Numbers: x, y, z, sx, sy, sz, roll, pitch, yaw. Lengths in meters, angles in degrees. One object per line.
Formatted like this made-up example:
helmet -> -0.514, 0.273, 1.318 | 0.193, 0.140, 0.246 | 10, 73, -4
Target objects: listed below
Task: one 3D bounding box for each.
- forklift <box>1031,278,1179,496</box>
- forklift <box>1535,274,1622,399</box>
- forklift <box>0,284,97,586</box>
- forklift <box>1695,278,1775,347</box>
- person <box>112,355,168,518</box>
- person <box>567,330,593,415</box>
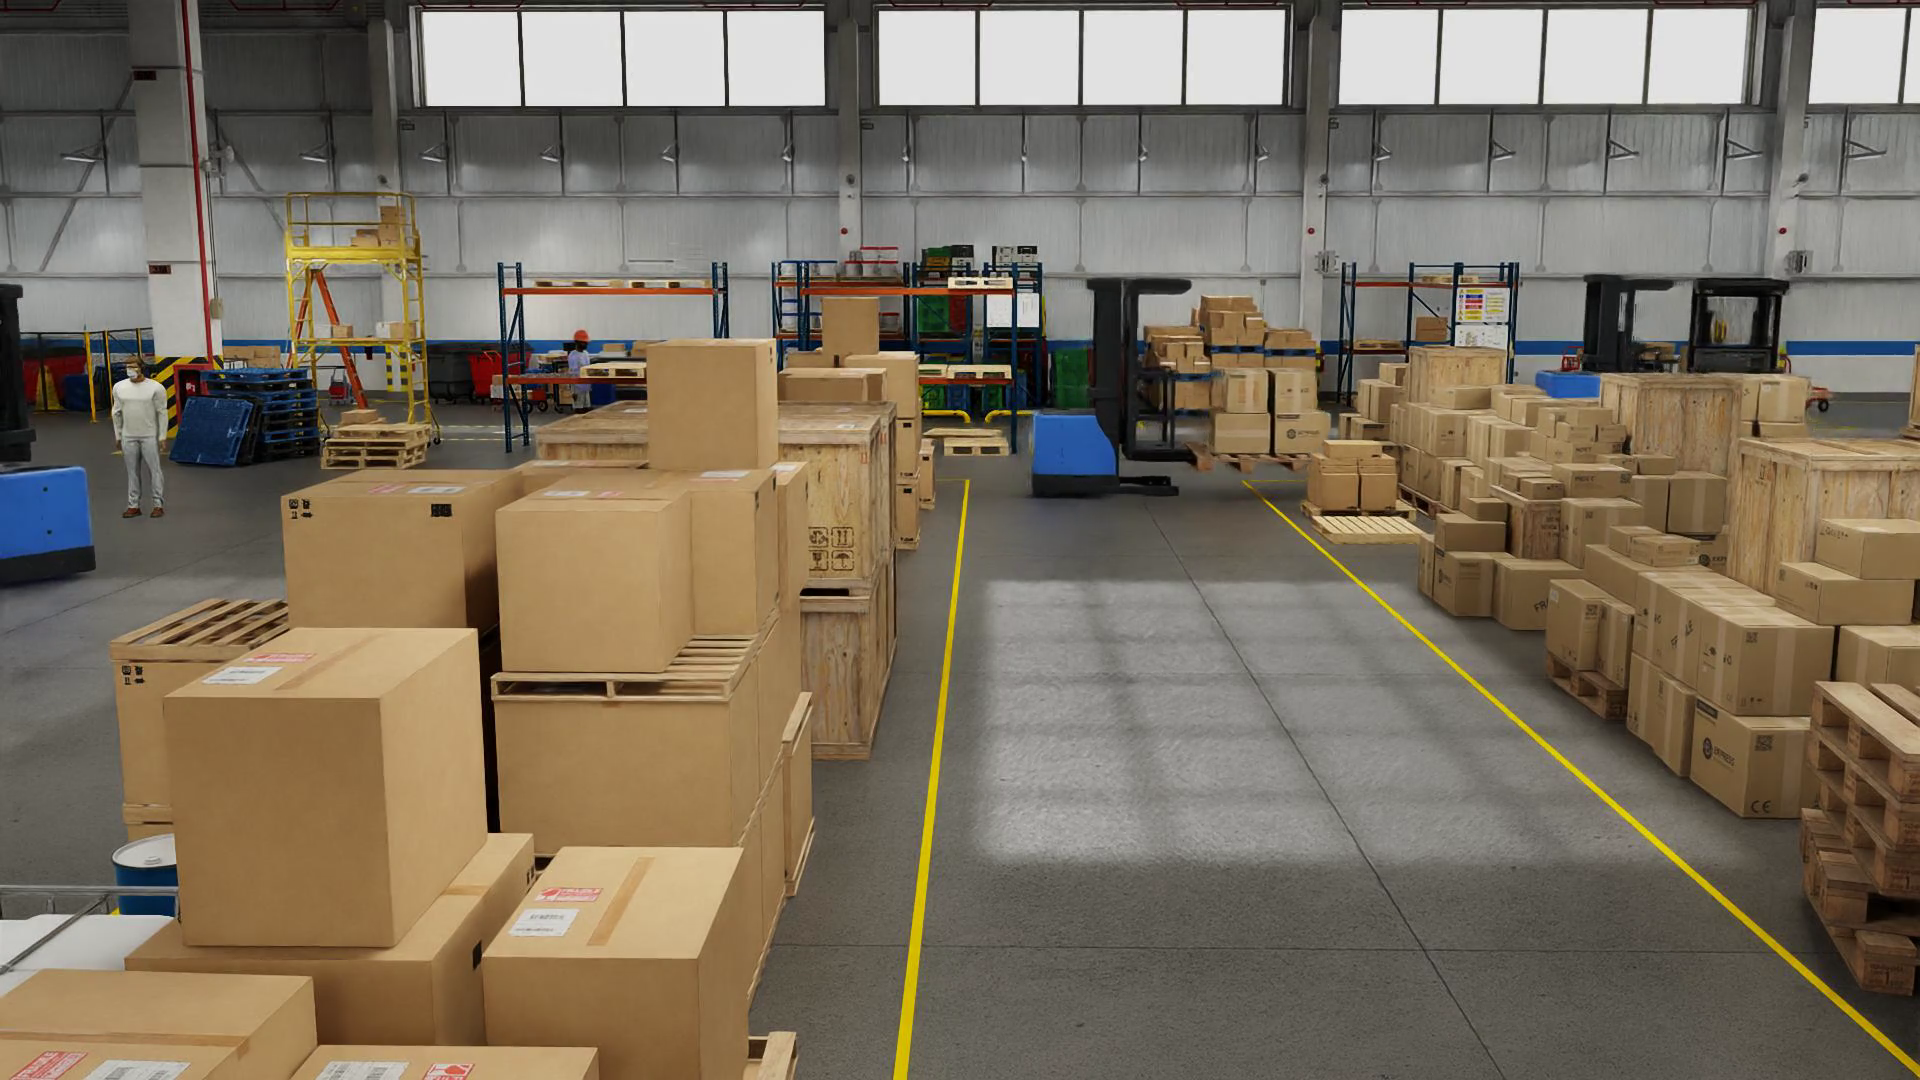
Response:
forklift -> 1.884, -2.010, 21.678 | 1.873, 2.768, 1.129 | 0, 9, 1
forklift -> 11.228, -3.280, 29.282 | 1.873, 2.768, 1.129 | 0, 9, 1
forklift -> -9.383, -1.046, 15.903 | 1.873, 2.768, 1.129 | 6, 11, 30
forklift -> 10.431, -2.164, 22.600 | 1.129, 2.768, 1.873 | 3, 10, 19
person -> -9.752, -1.228, 19.803 | 0.627, 1.941, 0.371 | -1, 9, -4
person -> -6.255, -2.511, 27.540 | 0.374, 1.932, 0.544 | 3, 10, 16
